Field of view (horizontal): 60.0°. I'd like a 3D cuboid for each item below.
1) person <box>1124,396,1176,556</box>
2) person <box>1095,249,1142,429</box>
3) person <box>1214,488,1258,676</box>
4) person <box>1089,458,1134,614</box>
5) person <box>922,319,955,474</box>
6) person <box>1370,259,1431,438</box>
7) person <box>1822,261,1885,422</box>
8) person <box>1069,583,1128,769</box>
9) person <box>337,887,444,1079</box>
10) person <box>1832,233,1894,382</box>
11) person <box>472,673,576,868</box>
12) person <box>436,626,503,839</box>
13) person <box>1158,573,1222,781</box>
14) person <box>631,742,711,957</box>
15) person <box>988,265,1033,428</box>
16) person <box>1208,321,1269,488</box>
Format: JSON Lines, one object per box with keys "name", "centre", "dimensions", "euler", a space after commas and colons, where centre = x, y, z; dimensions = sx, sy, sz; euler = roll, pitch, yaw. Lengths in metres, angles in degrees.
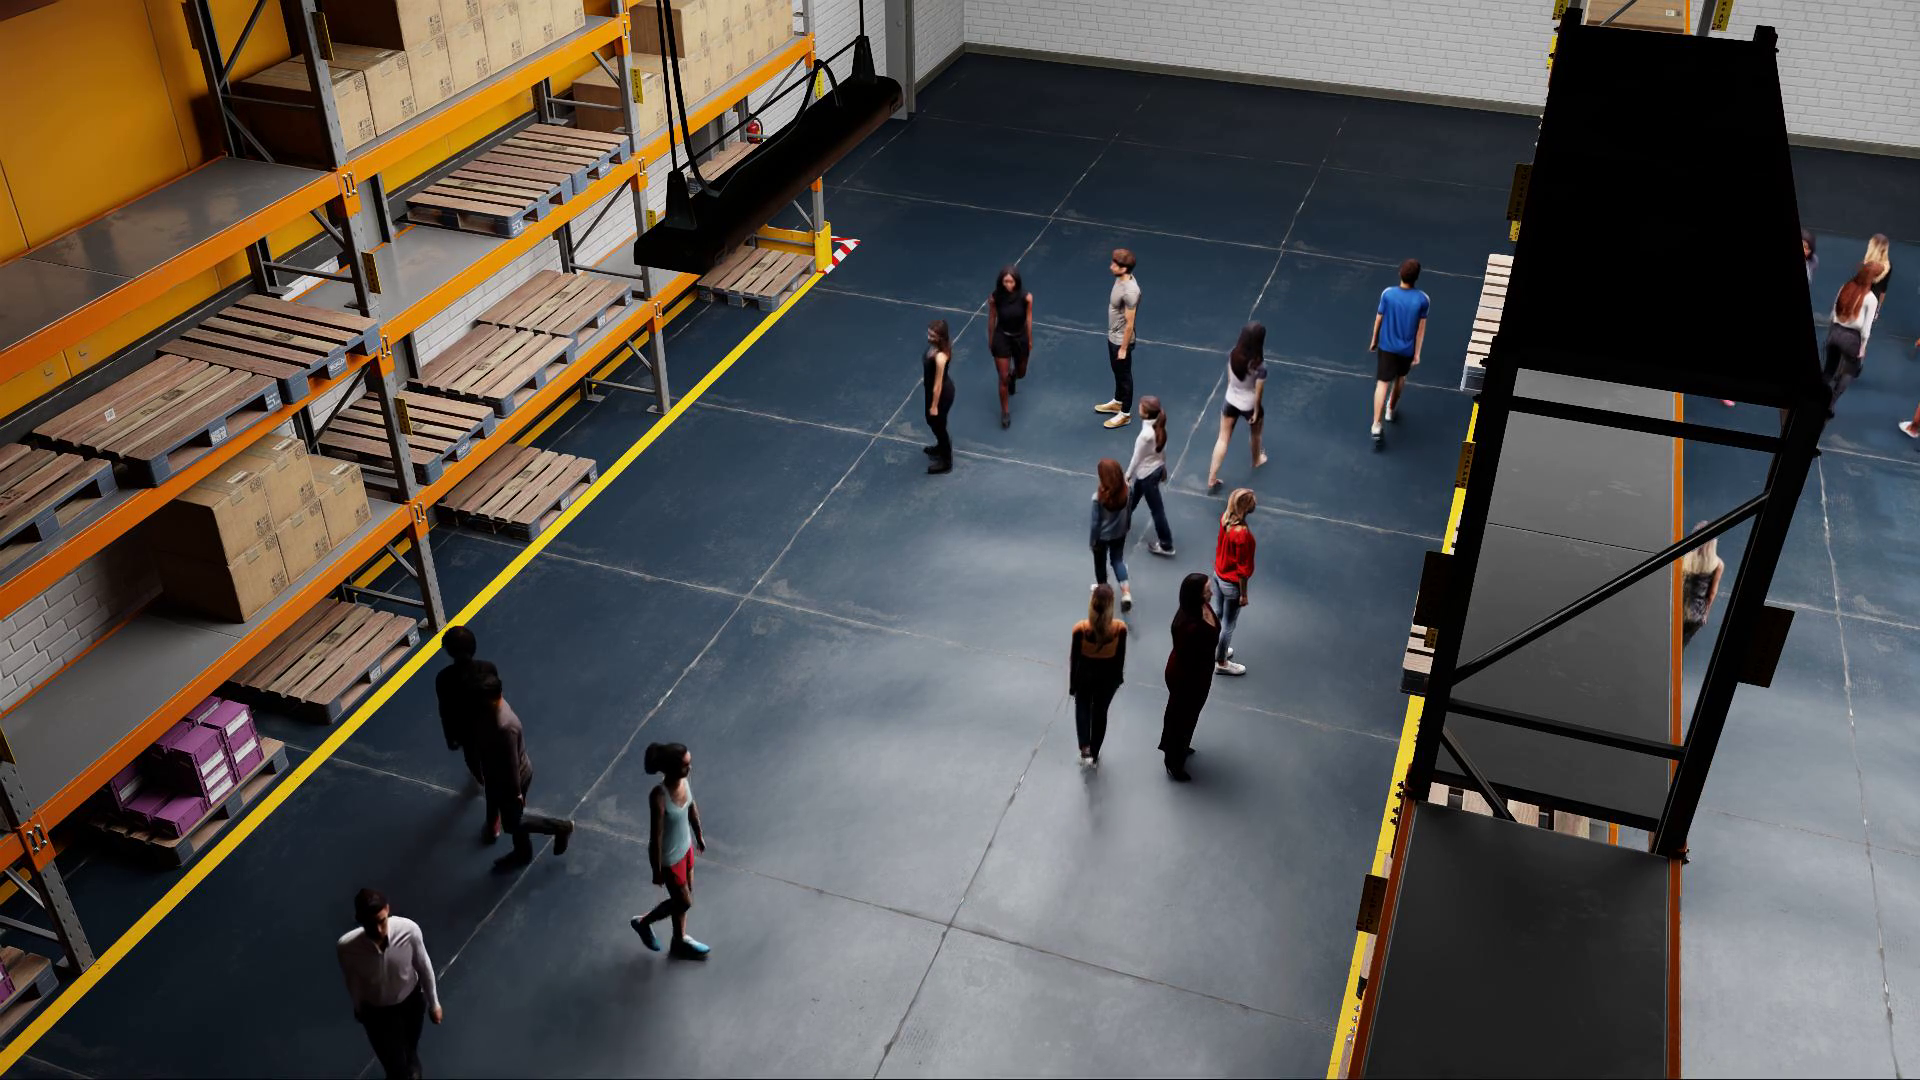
{"name": "person", "centre": [1.756, -0.536, 14.719], "dimensions": [0.734, 1.515, 1.019], "euler": [20, 38, 27]}
{"name": "person", "centre": [1.620, -2.036, 16.638], "dimensions": [0.798, 1.888, 0.671], "euler": [-5, 34, -7]}
{"name": "person", "centre": [2.159, 0.317, 13.265], "dimensions": [0.747, 1.704, 0.641], "euler": [-9, 35, -13]}
{"name": "person", "centre": [1.292, -0.012, 13.982], "dimensions": [0.860, 1.457, 0.930], "euler": [-12, 36, -18]}
{"name": "person", "centre": [-0.204, -1.386, 15.860], "dimensions": [0.838, 1.666, 0.678], "euler": [1, 34, 2]}
{"name": "person", "centre": [4.300, -1.867, 16.433], "dimensions": [0.687, 1.834, 1.200], "euler": [10, 35, 14]}
{"name": "person", "centre": [8.803, -1.948, 16.630], "dimensions": [0.861, 1.751, 0.802], "euler": [-16, 37, -23]}
{"name": "person", "centre": [1.016, 1.071, 12.209], "dimensions": [0.683, 1.616, 0.752], "euler": [0, 34, 0]}
{"name": "person", "centre": [-3.312, 2.621, 9.695], "dimensions": [1.210, 1.818, 1.246], "euler": [-15, 36, -21]}
{"name": "person", "centre": [9.413, -2.353, 17.317], "dimensions": [0.681, 1.666, 0.738], "euler": [-5, 34, -8]}
{"name": "person", "centre": [-2.980, 1.574, 11.328], "dimensions": [0.983, 1.754, 0.917], "euler": [-26, 41, -33]}
{"name": "person", "centre": [-3.389, 1.381, 11.724], "dimensions": [0.961, 1.637, 1.121], "euler": [-8, 35, -12]}
{"name": "person", "centre": [1.673, 0.976, 12.225], "dimensions": [0.743, 1.757, 0.567], "euler": [7, 34, 11]}
{"name": "person", "centre": [-1.922, 1.987, 10.705], "dimensions": [0.680, 1.756, 0.698], "euler": [10, 35, 14]}
{"name": "person", "centre": [0.504, -2.004, 16.749], "dimensions": [0.831, 1.712, 1.026], "euler": [1, 34, 2]}
{"name": "person", "centre": [2.602, -1.248, 15.655], "dimensions": [0.838, 1.664, 1.181], "euler": [24, 40, 32]}
